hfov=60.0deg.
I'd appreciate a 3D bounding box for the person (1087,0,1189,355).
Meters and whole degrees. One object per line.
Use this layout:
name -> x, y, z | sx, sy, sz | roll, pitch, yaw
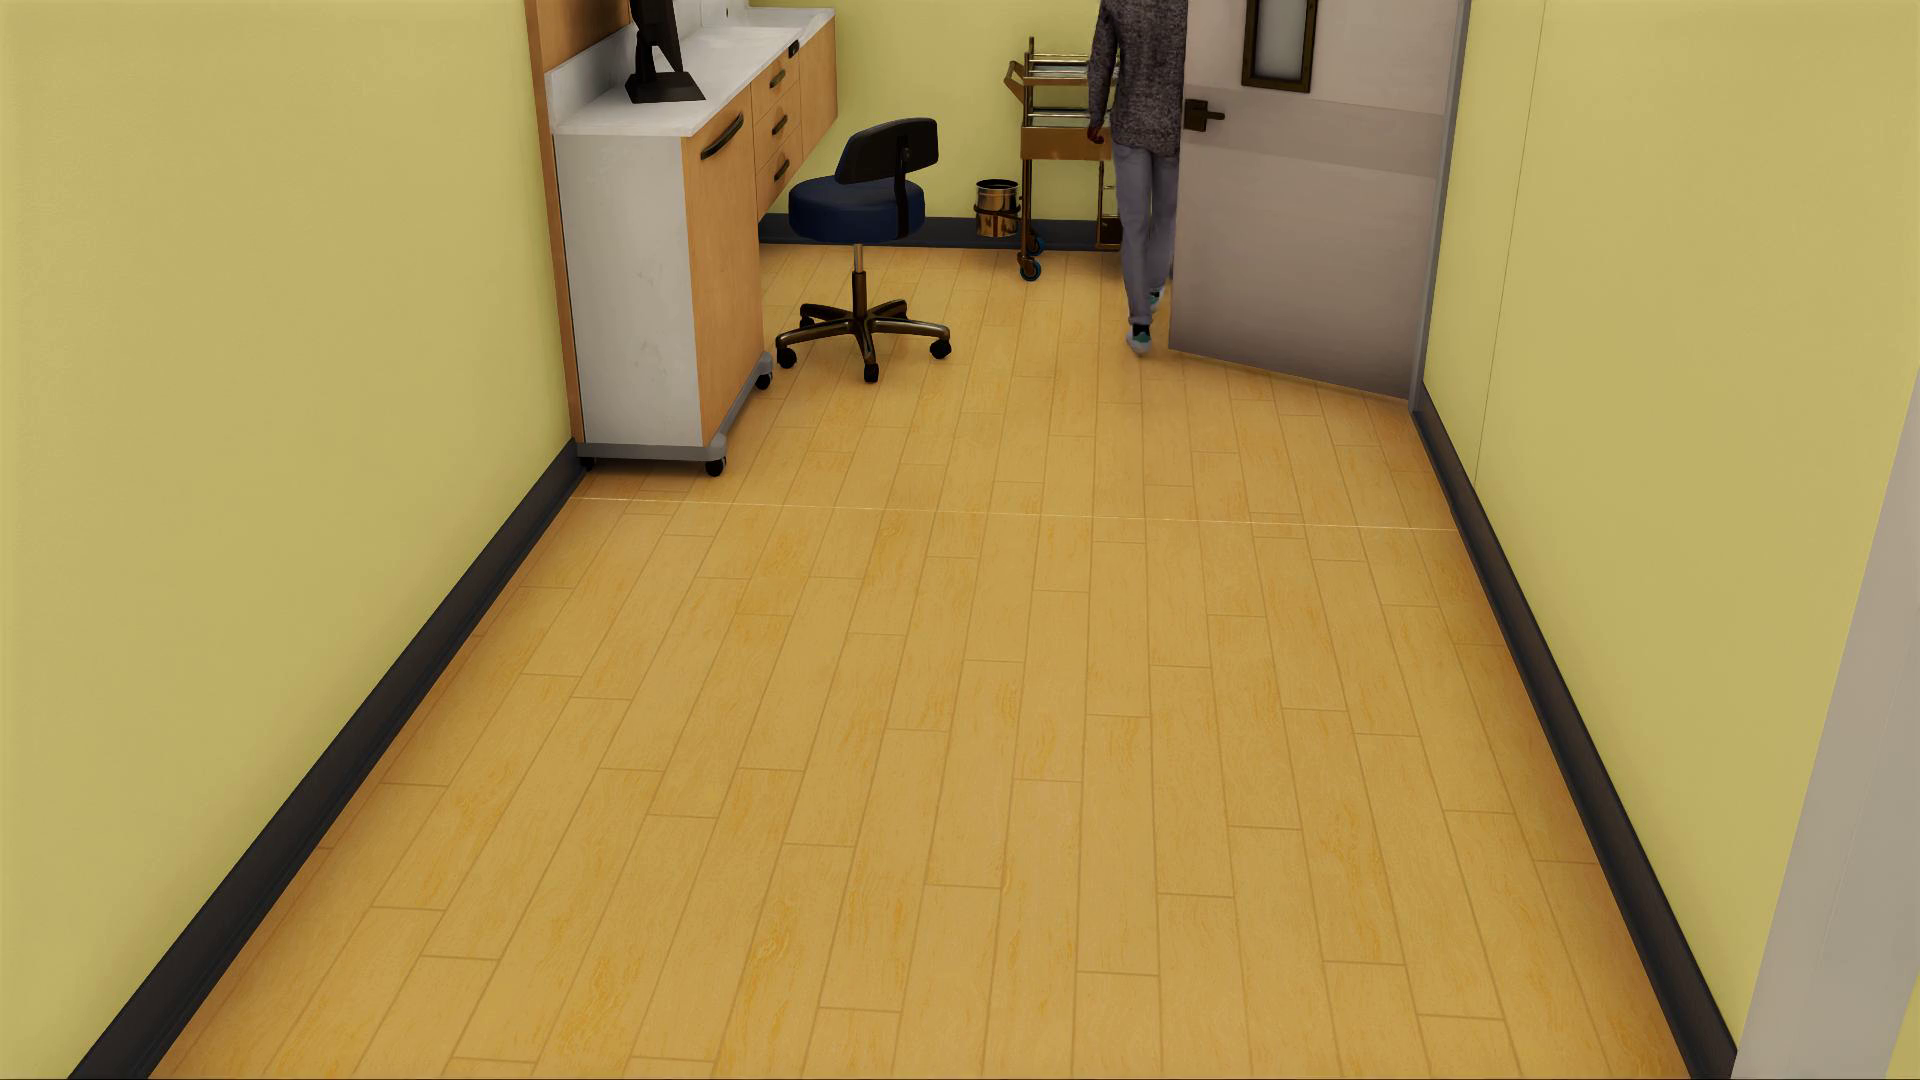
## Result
person -> 0.809, -1.685, 7.049 | 0.971, 1.805, 0.780 | 1, 26, 2
